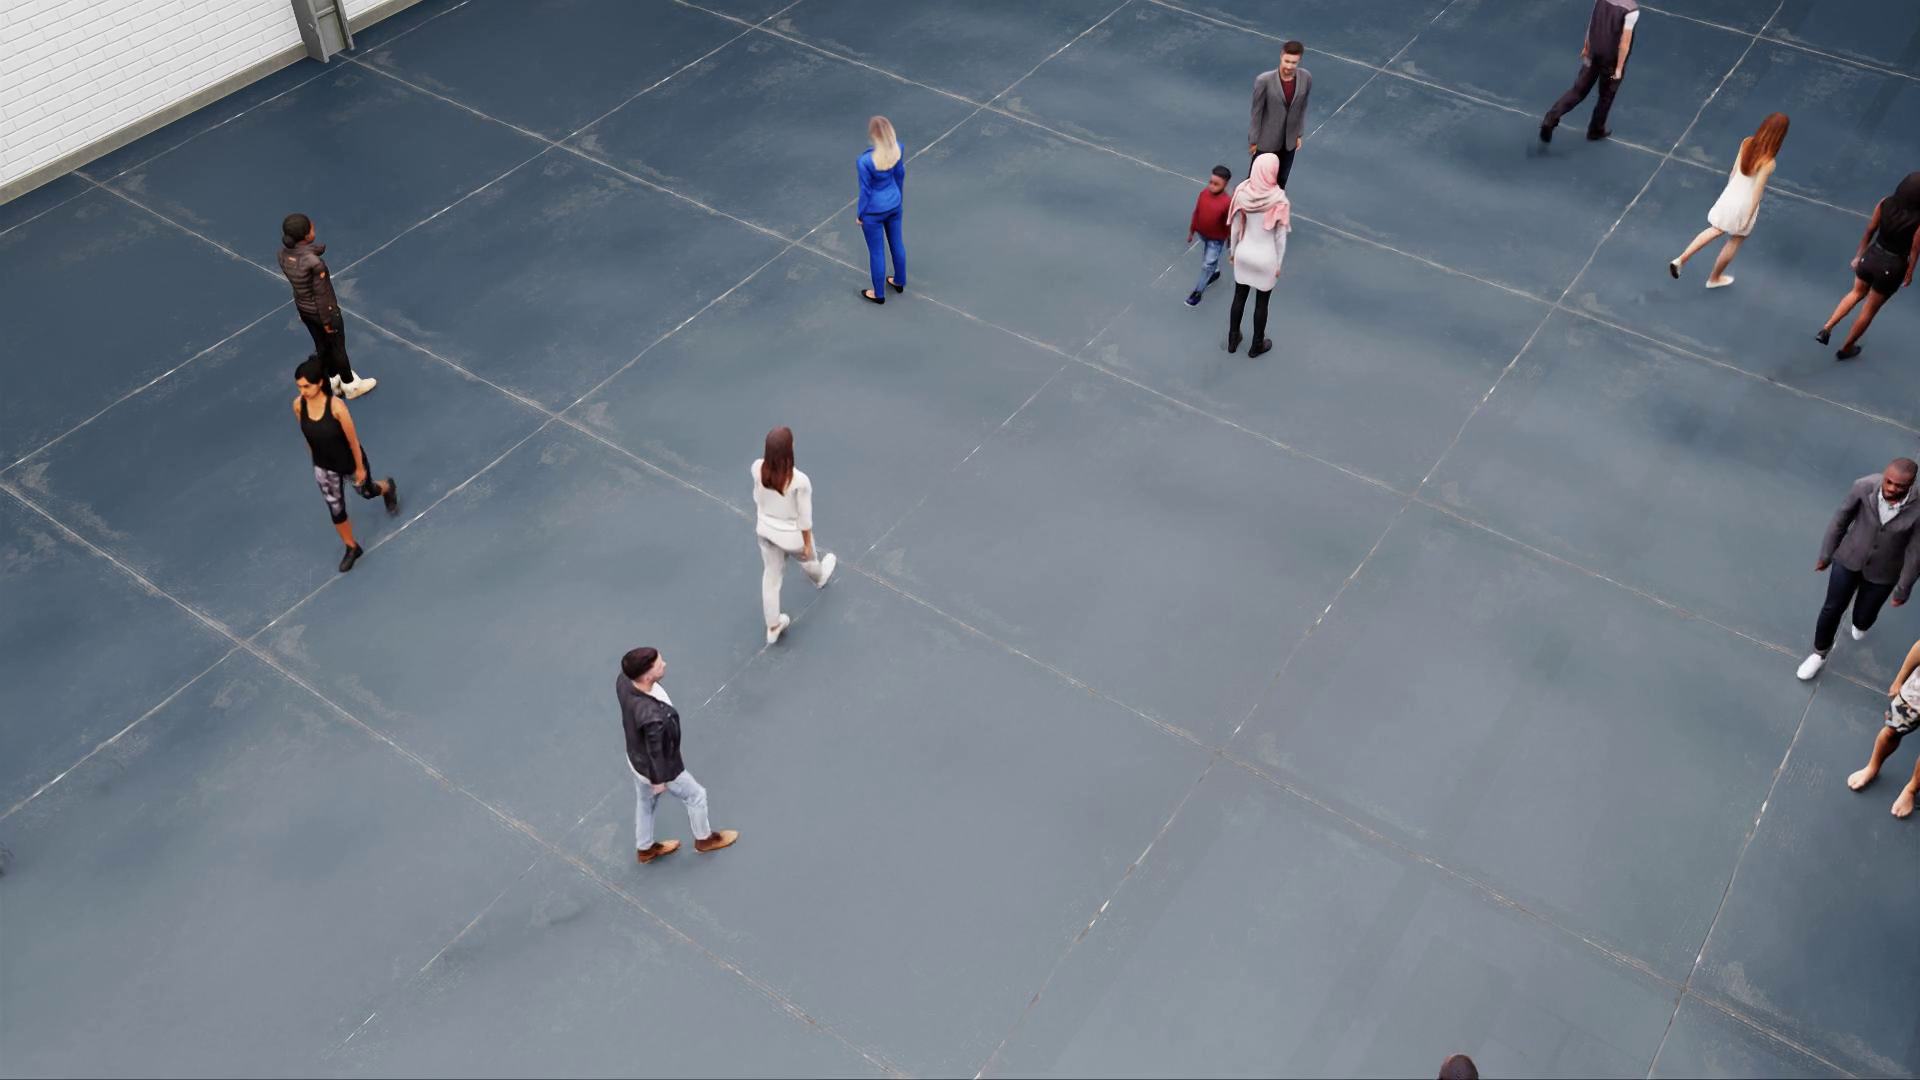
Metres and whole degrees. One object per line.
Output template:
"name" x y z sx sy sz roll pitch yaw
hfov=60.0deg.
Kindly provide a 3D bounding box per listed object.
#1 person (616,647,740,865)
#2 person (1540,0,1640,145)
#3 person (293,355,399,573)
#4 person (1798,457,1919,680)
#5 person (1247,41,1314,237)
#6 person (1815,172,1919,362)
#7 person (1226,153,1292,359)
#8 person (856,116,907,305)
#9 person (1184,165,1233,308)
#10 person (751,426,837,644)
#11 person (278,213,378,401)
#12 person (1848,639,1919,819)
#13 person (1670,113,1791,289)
"person" -1.821 1.285 9.493 0.931 1.817 0.813 -27 50 -25
"person" 5.962 -4.499 15.560 1.197 1.822 0.943 -22 48 -22
"person" -4.288 -0.605 11.607 0.900 1.637 1.109 4 44 5
"person" 5.878 0.133 10.720 0.830 1.793 0.967 28 50 26
"person" 2.741 -3.487 14.462 0.767 1.872 0.843 -10 45 -11
"person" 7.208 -2.108 13.121 0.825 1.726 0.752 -20 47 -20
"person" 2.356 -2.247 13.211 0.627 1.803 0.583 23 48 22
"person" -0.639 -2.744 13.807 0.564 1.700 0.727 -31 52 -29
"person" 2.162 -2.610 14.008 0.896 1.228 0.623 -34 53 -30
"person" -1.193 0.003 10.963 0.805 1.645 1.116 14 45 15
"person" -4.943 -1.763 12.806 0.659 1.660 0.612 25 49 24
"person" 5.847 0.910 9.891 0.631 1.811 0.710 -34 53 -30
"person" 6.410 -2.779 13.850 0.996 1.690 0.886 -13 45 -13
